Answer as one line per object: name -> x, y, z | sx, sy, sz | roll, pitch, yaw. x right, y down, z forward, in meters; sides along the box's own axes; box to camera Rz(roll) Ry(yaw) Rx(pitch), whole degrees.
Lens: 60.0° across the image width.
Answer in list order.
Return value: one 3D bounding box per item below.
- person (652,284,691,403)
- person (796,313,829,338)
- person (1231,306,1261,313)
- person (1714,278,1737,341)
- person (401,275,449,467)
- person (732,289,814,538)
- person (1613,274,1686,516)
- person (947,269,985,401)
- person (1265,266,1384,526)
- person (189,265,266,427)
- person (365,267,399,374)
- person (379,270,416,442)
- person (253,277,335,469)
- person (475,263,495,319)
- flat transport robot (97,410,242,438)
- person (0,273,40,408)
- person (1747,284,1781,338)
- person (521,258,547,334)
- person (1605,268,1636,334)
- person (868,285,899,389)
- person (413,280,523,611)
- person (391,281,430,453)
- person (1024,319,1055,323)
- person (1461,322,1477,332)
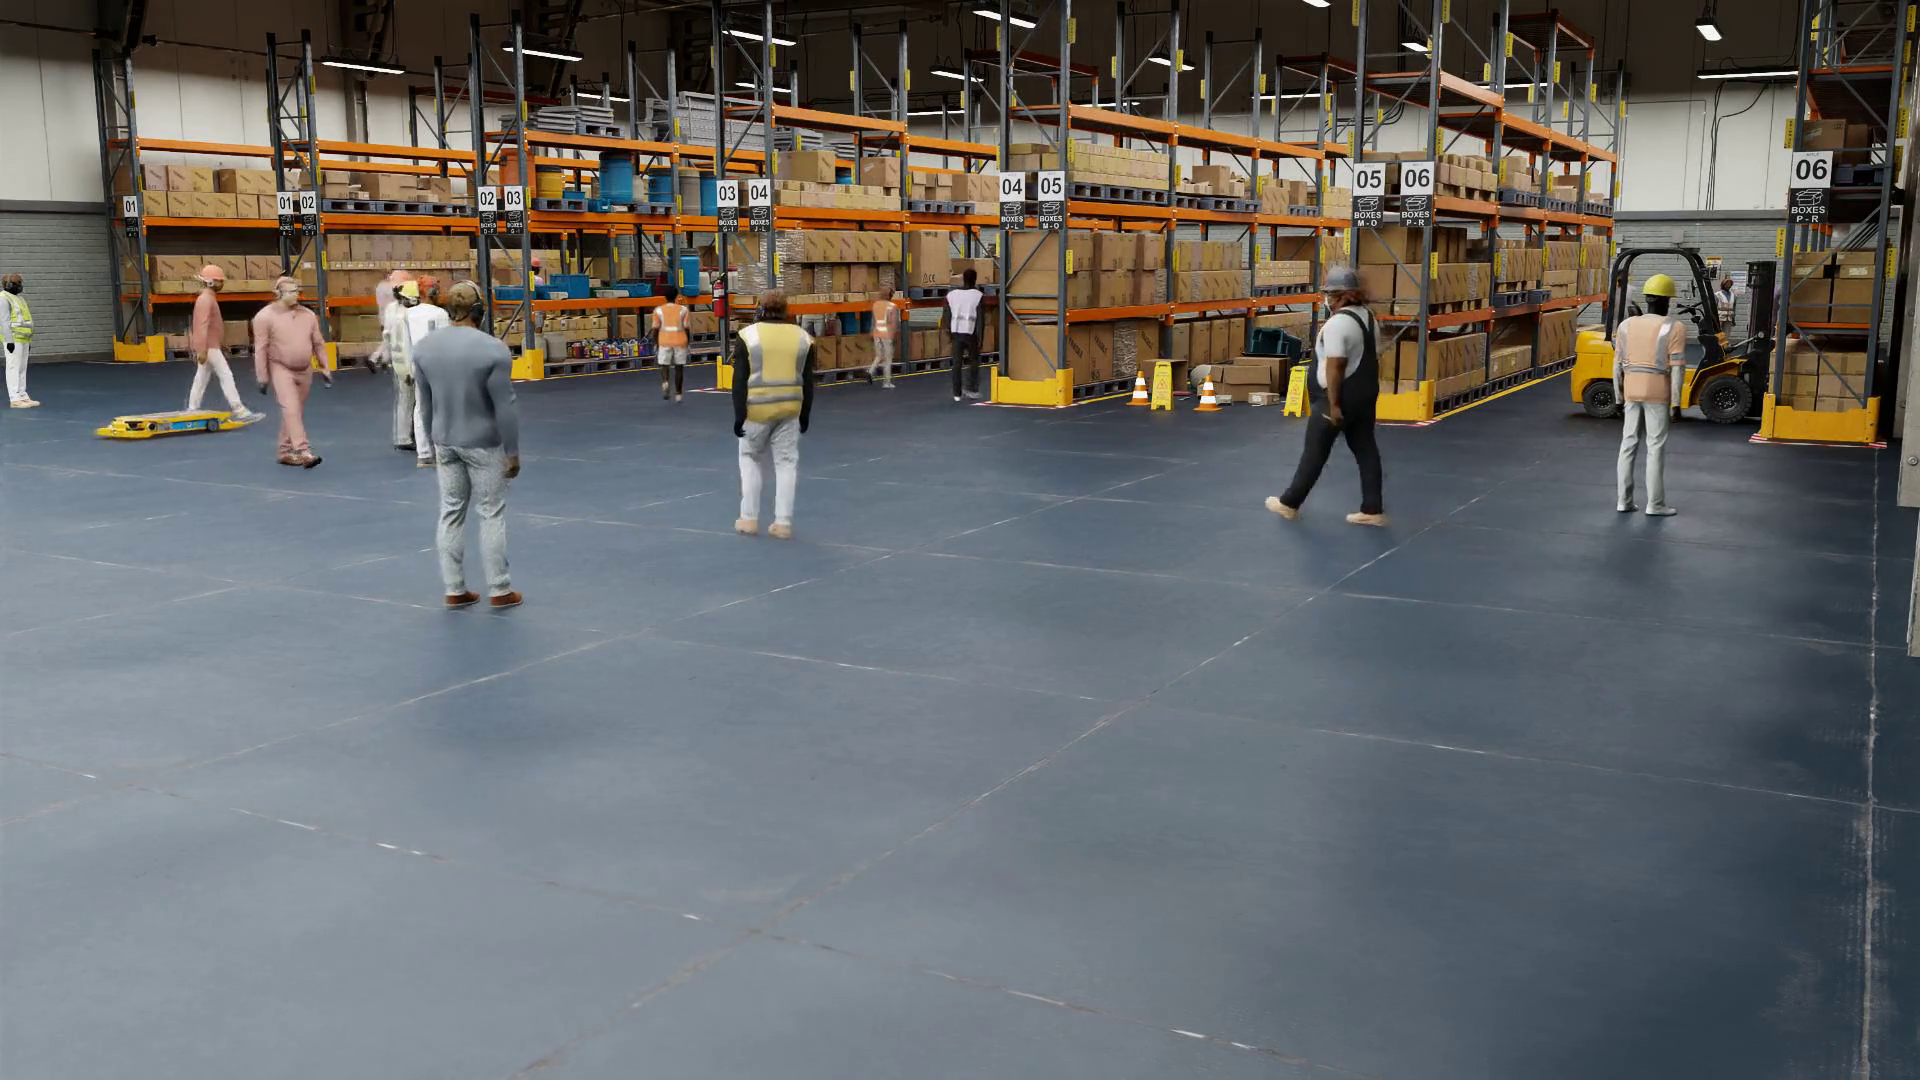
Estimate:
person -> -4.049, -2.755, 23.425 | 0.543, 1.688, 0.472 | -1, 10, -9
person -> -2.613, -3.923, 29.542 | 0.625, 1.931, 0.368 | 0, 10, -2
person -> 6.091, -4.921, 35.527 | 0.647, 1.881, 0.863 | 6, 12, 34
person -> 14.914, -4.283, 32.487 | 0.517, 1.639, 0.313 | -2, 10, -10
person -> -5.178, -1.641, 16.299 | 0.573, 1.887, 0.354 | 4, 11, 24
person -> -1.425, -0.942, 12.369 | 0.661, 1.827, 0.652 | -5, 11, -26
person -> 5.526, -1.156, 13.340 | 0.388, 1.927, 0.589 | -7, 12, -37
person -> 0.097, -2.970, 24.074 | 0.628, 1.876, 0.815 | 3, 10, 18
person -> 2.901, -1.144, 12.940 | 0.699, 2.000, 0.995 | -9, 13, -44
person -> -8.980, -2.344, 20.201 | 0.958, 1.948, 0.627 | -5, 11, -25
person -> -10.059, -3.849, 29.216 | 0.821, 1.881, 0.648 | -7, 12, -34
person -> -6.155, -2.020, 18.411 | 0.554, 1.921, 0.399 | 6, 11, 29
person -> -6.461, -1.621, 16.239 | 0.960, 1.858, 0.667 | 7, 12, 35
person -> -10.800, -5.360, 37.951 | 0.610, 1.934, 0.943 | 7, 12, 37
flat transport robot -> -9.214, -1.366, 19.413 | 0.652, 0.197, 1.431 | 5, 11, 29
person -> -12.948, -2.736, 22.841 | 0.429, 1.844, 0.628 | -2, 10, -10
person -> 13.975, -3.801, 28.855 | 0.588, 1.918, 0.397 | 5, 11, 27
person -> -8.356, -4.536, 32.791 | 0.615, 2.040, 0.379 | 7, 12, 37
person -> 12.073, -4.029, 30.367 | 0.553, 1.856, 0.514 | 5, 11, 27
person -> -1.210, -3.174, 26.036 | 0.537, 1.620, 0.429 | 7, 12, 36
person -> -2.848, -0.539, 9.710 | 0.629, 1.938, 0.407 | 2, 10, 14
person -> -5.664, -1.809, 17.511 | 0.665, 1.805, 0.616 | -5, 11, -26
person -> 1.383, -3.814, 28.780 | 0.624, 1.970, 0.771 | 4, 11, 24
person -> 11.262, -5.135, 36.690 | 0.549, 1.909, 0.621 | 0, 10, -3
